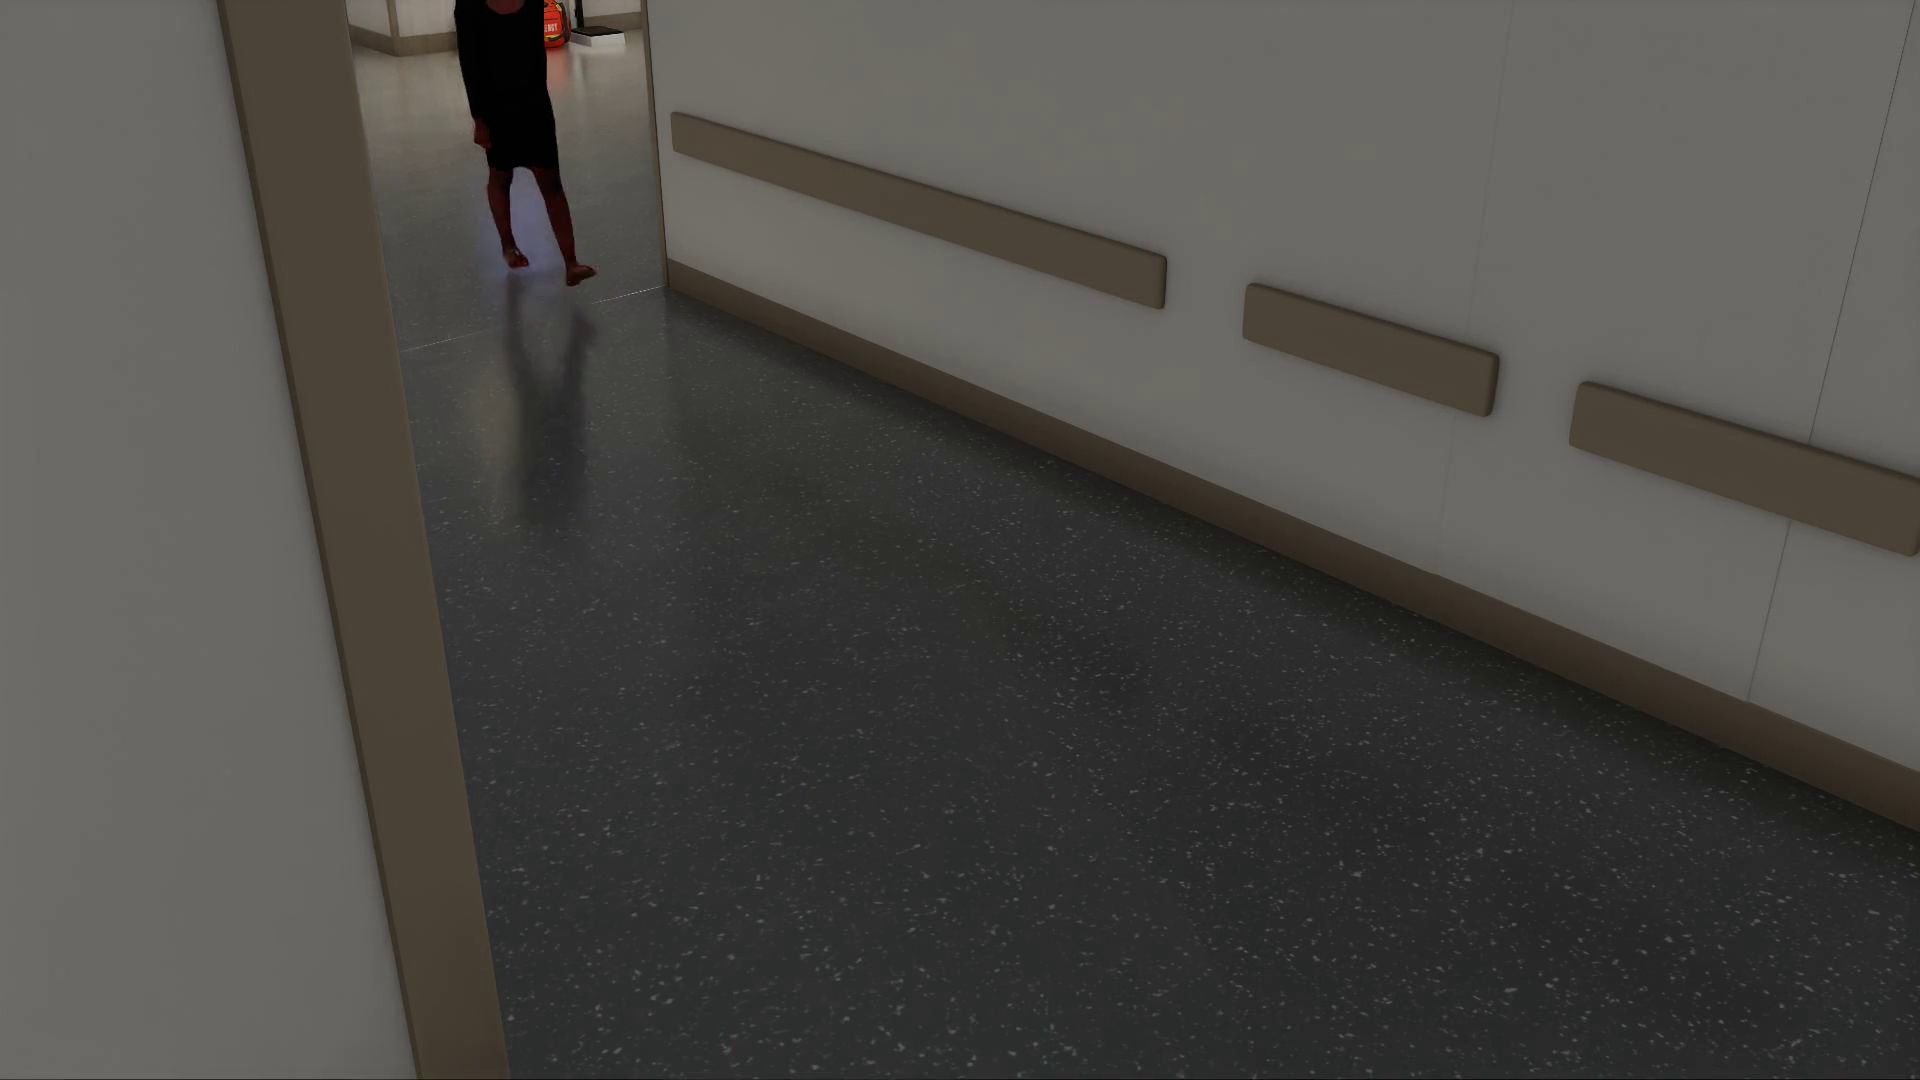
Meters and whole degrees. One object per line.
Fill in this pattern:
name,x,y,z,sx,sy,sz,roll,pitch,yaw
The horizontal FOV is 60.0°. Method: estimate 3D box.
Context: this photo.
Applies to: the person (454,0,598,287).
person,-2.232,-2.086,8.124,1.096,1.670,0.729,-18,31,-33
